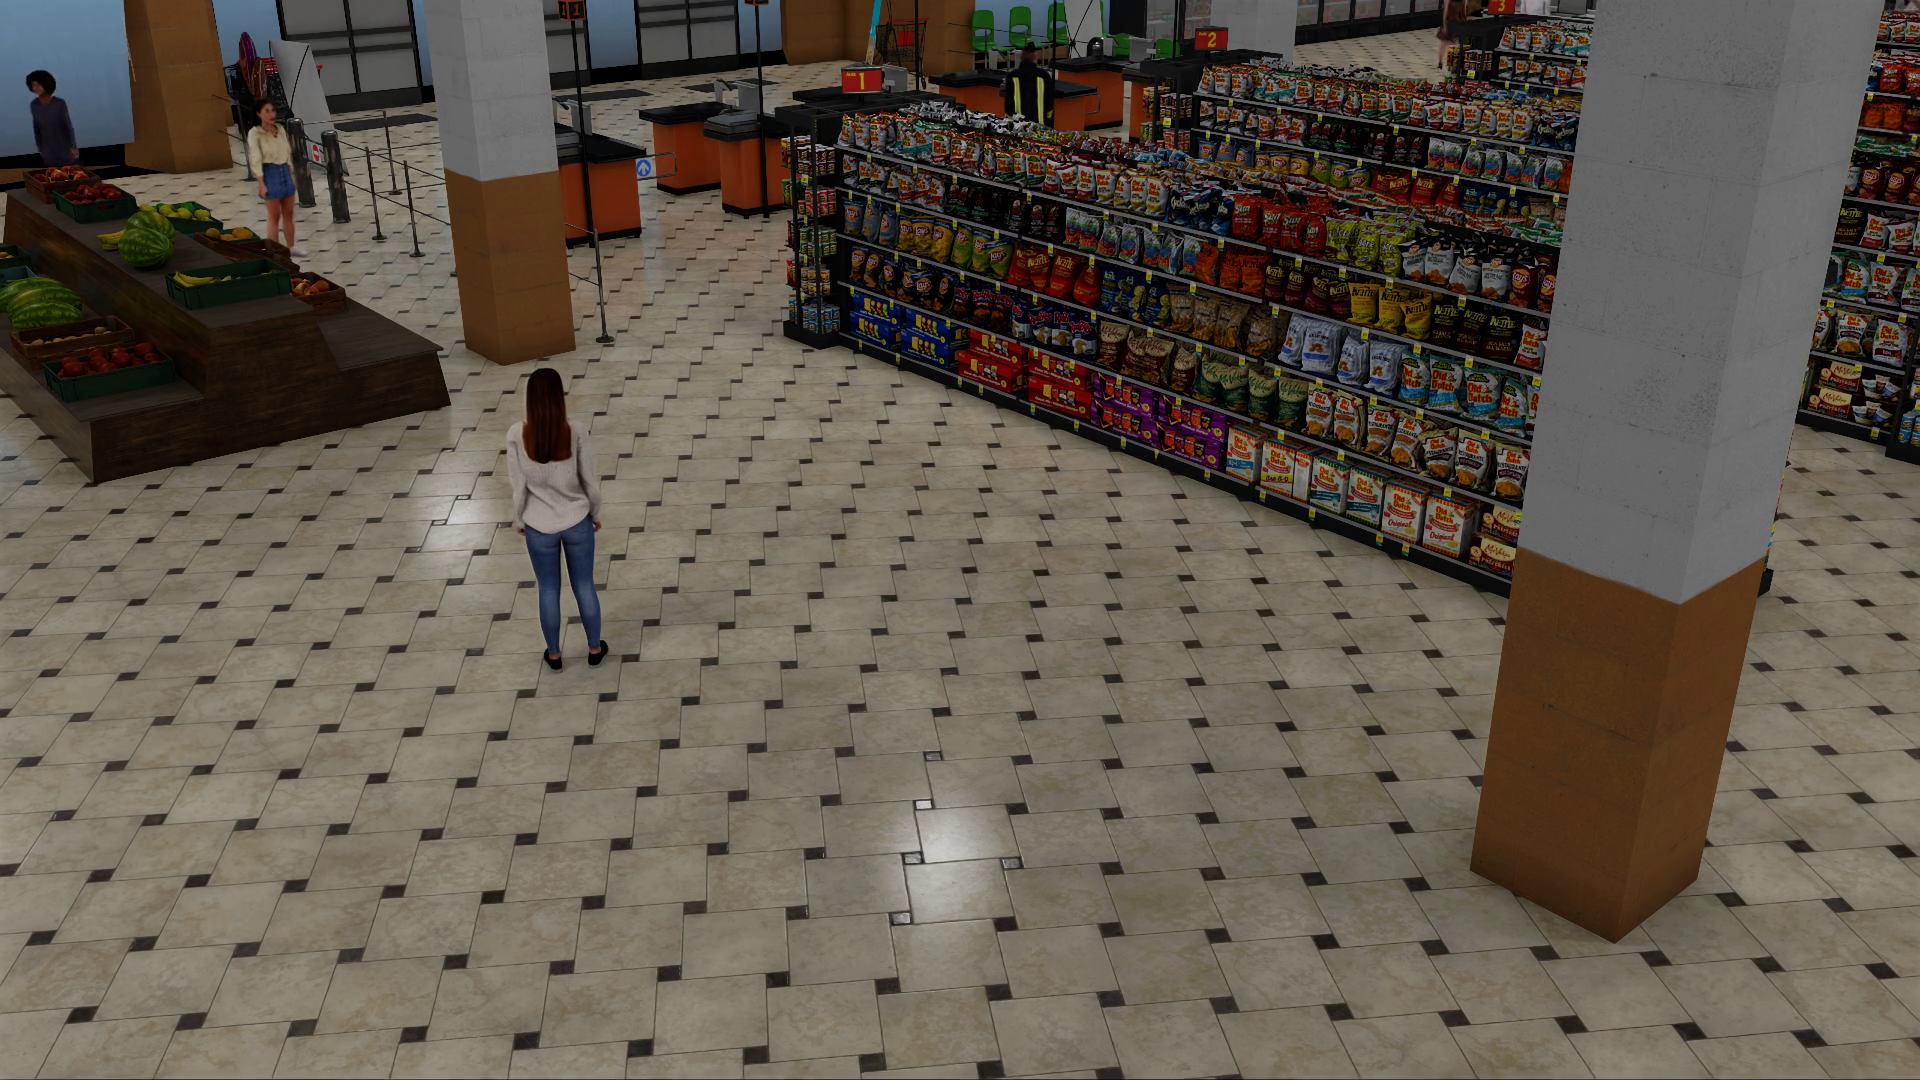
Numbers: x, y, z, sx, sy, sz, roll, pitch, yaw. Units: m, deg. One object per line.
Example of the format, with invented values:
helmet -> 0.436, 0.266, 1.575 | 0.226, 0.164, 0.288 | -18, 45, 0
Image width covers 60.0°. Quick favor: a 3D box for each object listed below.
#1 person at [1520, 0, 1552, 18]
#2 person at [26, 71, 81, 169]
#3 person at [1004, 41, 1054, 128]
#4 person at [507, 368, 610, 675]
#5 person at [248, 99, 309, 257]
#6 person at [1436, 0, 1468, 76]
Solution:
person -> 9.607, -8.534, 27.862 | 0.568, 1.851, 0.768 | 19, 30, 36
person -> -9.977, -4.348, 18.494 | 0.912, 1.693, 1.035 | -2, 24, -4
person -> 0.804, -4.933, 19.621 | 0.875, 1.860, 0.897 | -3, 24, -6
person -> -2.113, -0.095, 8.775 | 0.701, 1.692, 0.705 | -5, 24, -11
person -> -7.039, -3.700, 17.089 | 0.690, 1.632, 0.719 | 11, 26, 24
person -> 8.530, -8.804, 28.651 | 1.111, 1.714, 1.234 | 0, 24, 1
